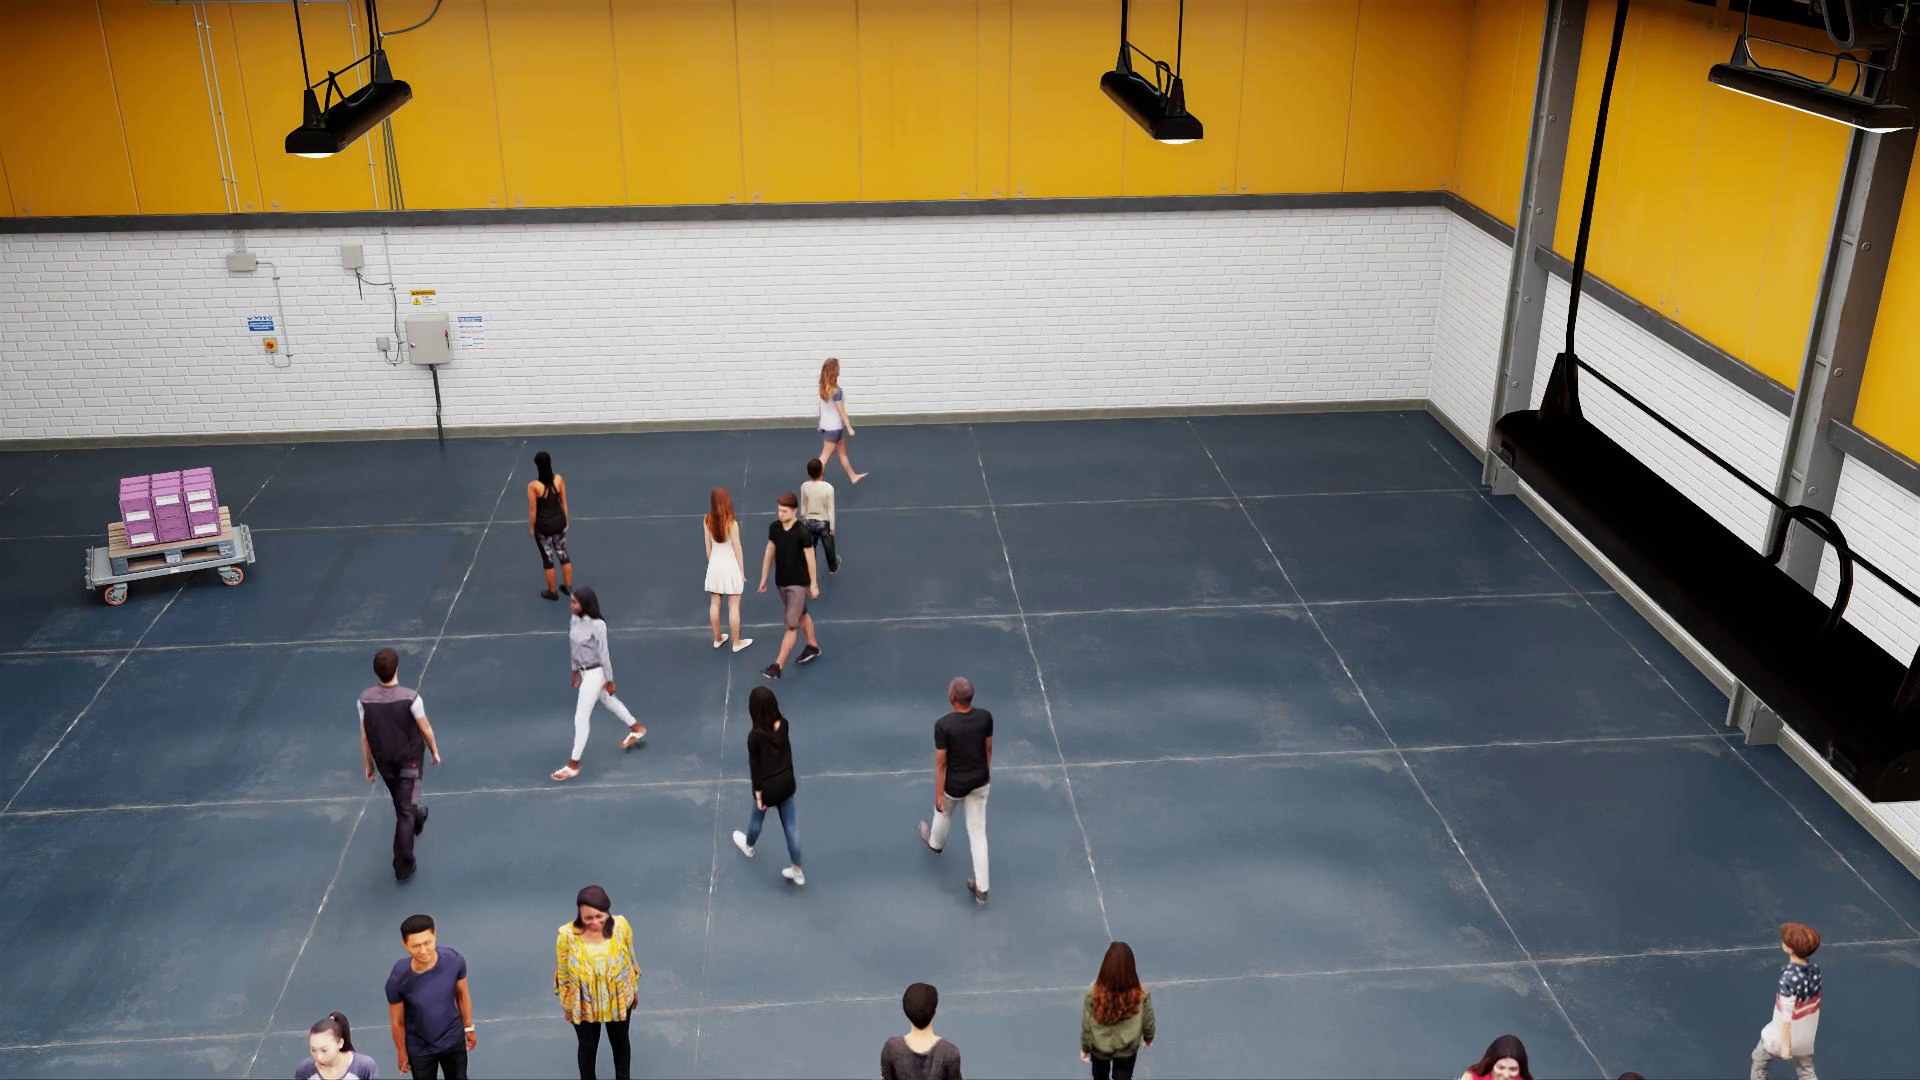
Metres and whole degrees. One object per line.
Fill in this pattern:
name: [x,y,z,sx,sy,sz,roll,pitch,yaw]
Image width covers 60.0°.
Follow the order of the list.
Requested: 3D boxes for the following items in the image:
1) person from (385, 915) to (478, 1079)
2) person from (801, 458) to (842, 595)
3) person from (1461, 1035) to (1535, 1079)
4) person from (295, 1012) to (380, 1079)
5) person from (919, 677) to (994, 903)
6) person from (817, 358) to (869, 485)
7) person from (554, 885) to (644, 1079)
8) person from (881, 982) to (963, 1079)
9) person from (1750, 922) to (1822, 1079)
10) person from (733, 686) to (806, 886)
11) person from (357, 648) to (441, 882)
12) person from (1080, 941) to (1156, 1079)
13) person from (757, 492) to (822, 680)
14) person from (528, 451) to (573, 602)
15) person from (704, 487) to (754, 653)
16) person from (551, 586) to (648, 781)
person: [-3.166,2.995,10.023,0.715,1.793,0.702,-15,28,-31]
person: [-1.528,-0.113,17.591,0.722,1.427,1.052,4,24,9]
person: [2.945,3.403,9.267,0.641,1.651,0.677,3,24,6]
person: [-3.449,3.370,9.345,0.589,1.650,0.508,-2,24,-5]
person: [0.068,1.913,12.552,0.961,1.751,1.299,-10,26,-22]
person: [-1.620,-1.311,20.024,0.924,1.673,1.098,-12,26,-25]
person: [-2.262,2.879,10.461,0.823,1.655,0.865,-11,26,-23]
person: [-0.213,3.297,9.446,0.741,1.703,0.820,4,24,9]
person: [5.229,3.072,10.335,0.732,1.403,0.933,-11,26,-24]
person: [-1.386,1.908,12.742,0.944,1.607,1.108,-18,29,-35]
person: [-4.352,1.761,12.836,0.733,1.802,1.191,0,24,0]
person: [0.939,3.142,10.131,0.740,1.438,1.010,3,24,6]
person: [-1.535,0.385,15.960,1.156,1.820,1.240,17,29,33]
person: [-4.291,-0.163,17.407,0.660,1.666,0.699,-21,31,-40]
person: [-2.316,0.276,16.342,0.644,1.714,0.671,11,26,23]
person: [-3.084,1.169,14.353,1.152,1.672,1.211,-19,30,-37]
